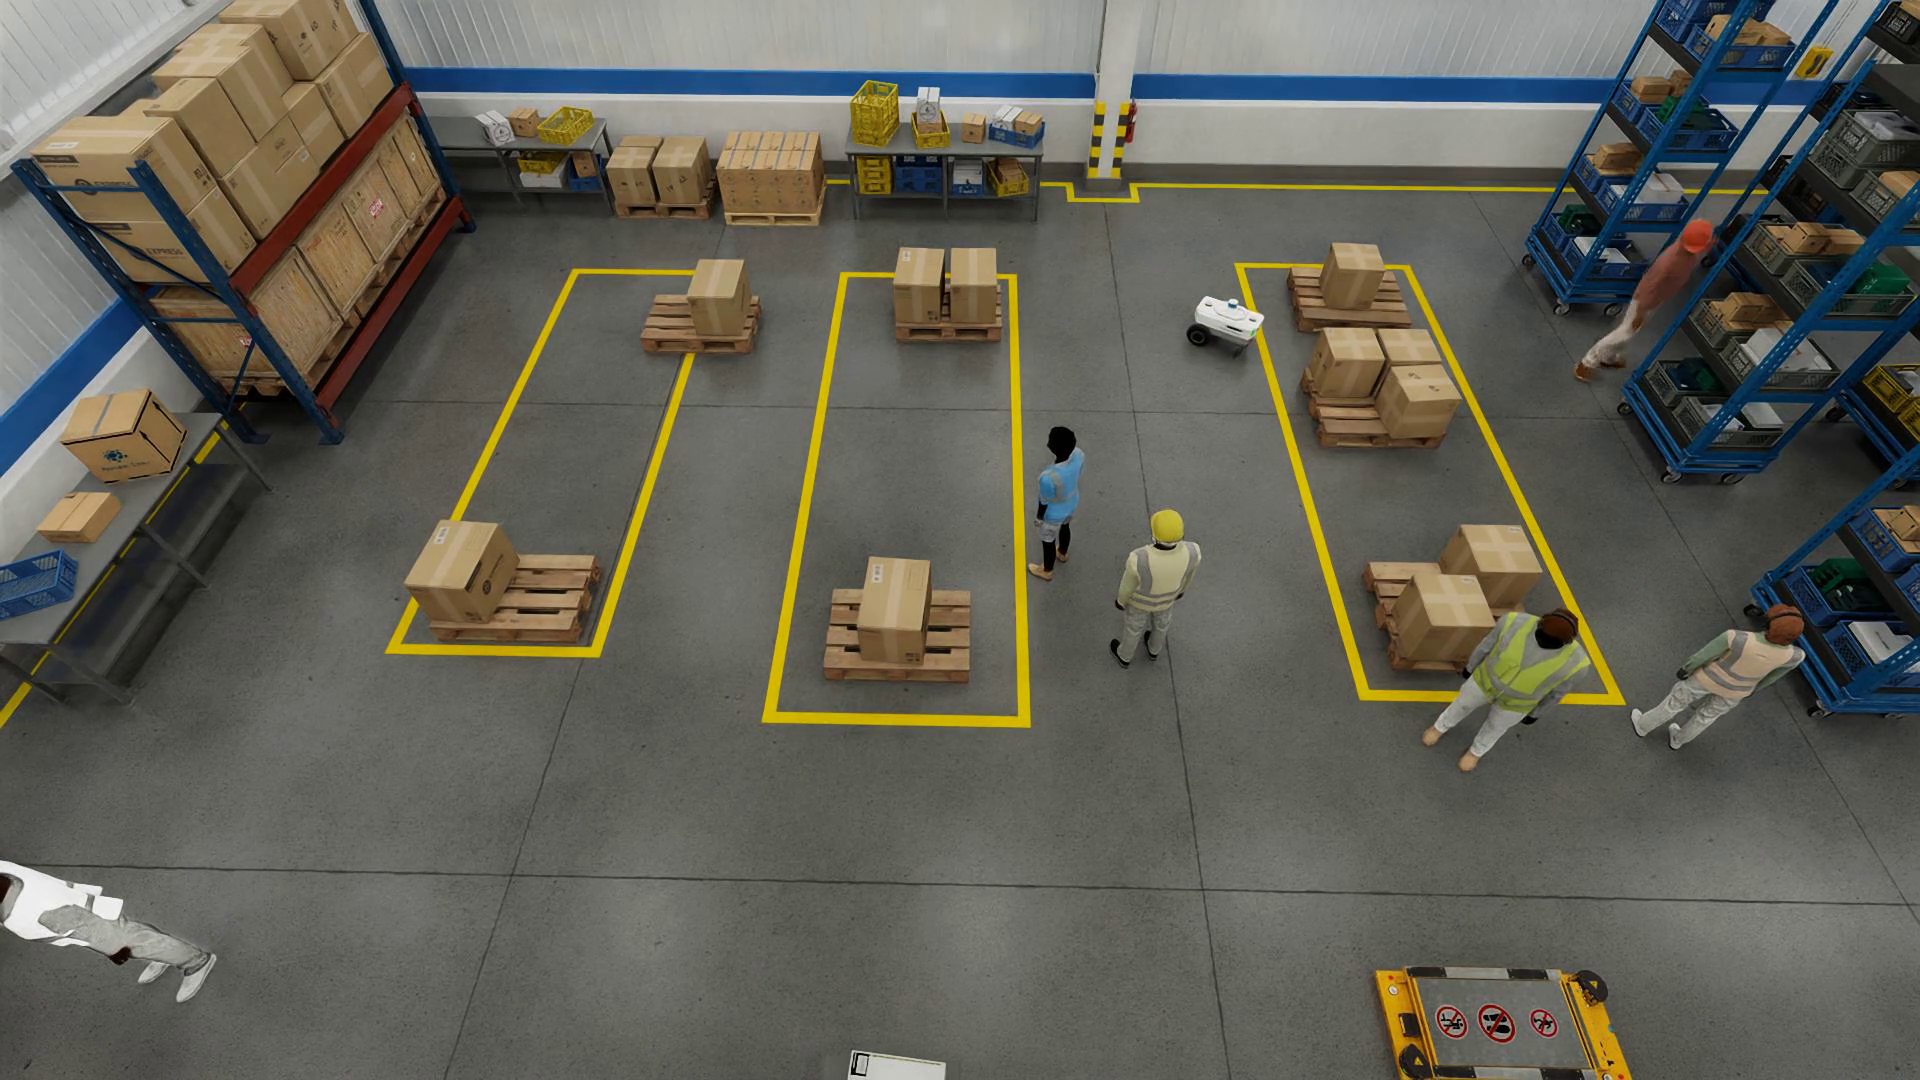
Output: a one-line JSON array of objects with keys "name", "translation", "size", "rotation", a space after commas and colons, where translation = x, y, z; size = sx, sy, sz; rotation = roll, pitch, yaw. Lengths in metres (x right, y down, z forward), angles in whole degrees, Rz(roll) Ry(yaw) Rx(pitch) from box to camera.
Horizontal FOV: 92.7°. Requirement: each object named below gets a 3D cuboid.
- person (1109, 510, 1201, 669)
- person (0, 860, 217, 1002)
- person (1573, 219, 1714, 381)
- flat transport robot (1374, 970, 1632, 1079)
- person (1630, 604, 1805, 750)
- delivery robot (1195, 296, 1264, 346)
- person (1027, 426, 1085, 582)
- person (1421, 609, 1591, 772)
[{"name": "person", "translation": [1.493, 0.395, 7.143], "size": [0.590, 1.836, 0.404], "rotation": [-11, 52, -9]}, {"name": "person", "translation": [-5.266, 2.320, 5.523], "size": [0.587, 1.916, 0.390], "rotation": [18, 53, 14]}, {"name": "person", "translation": [7.089, -2.469, 9.417], "size": [0.708, 1.942, 0.381], "rotation": [-30, 57, -22]}, {"name": "flat transport robot", "translation": [3.501, 3.133, 5.914], "size": [1.431, 0.197, 0.652], "rotation": [1, 51, 1]}, {"name": "person", "translation": [5.589, 1.039, 6.750], "size": [0.514, 1.633, 0.313], "rotation": [20, 53, 15]}, {"name": "delivery robot", "translation": [3.002, -2.465, 10.237], "size": [0.707, 0.478, 0.477], "rotation": [25, 55, 19]}, {"name": "person", "translation": [0.821, -0.300, 7.803], "size": [0.318, 1.689, 0.528], "rotation": [32, 58, 24]}, {"name": "person", "translation": [3.923, 1.068, 6.599], "size": [0.429, 1.835, 0.619], "rotation": [-34, 59, -25]}]
